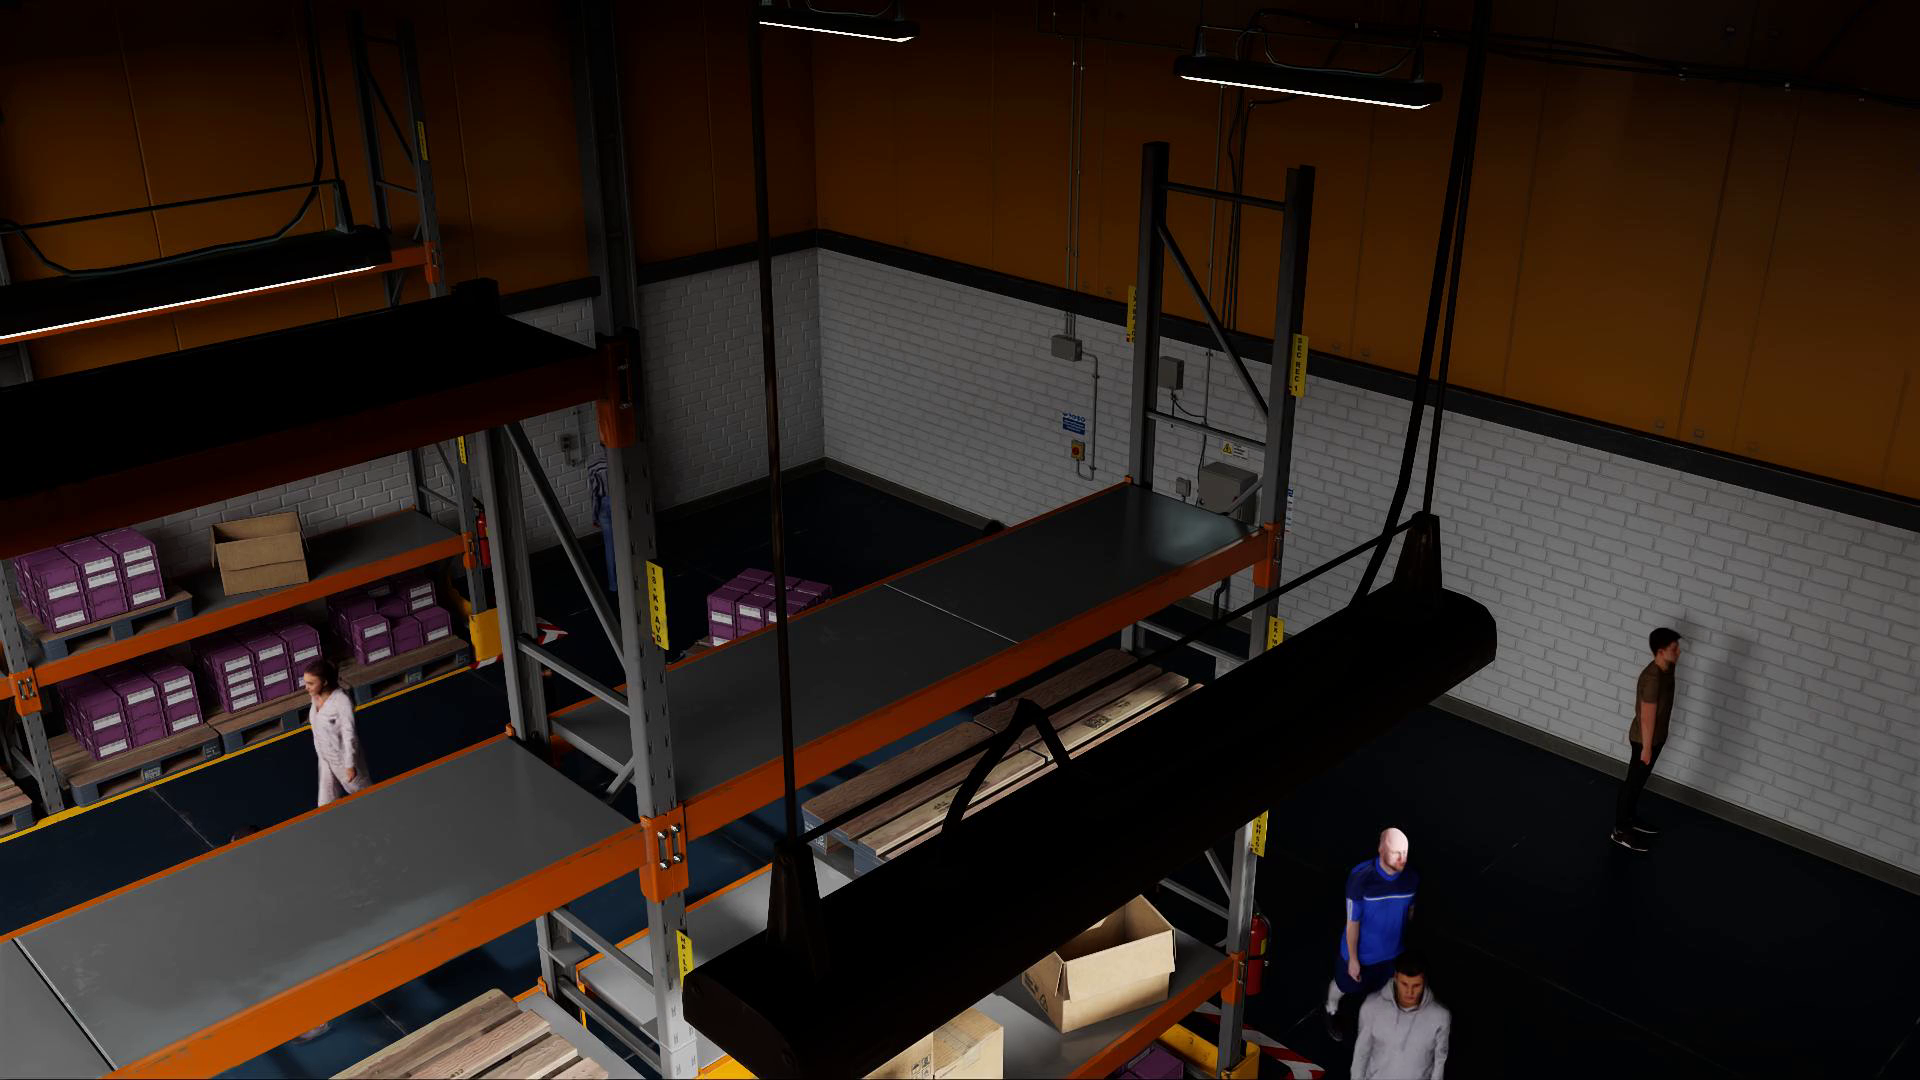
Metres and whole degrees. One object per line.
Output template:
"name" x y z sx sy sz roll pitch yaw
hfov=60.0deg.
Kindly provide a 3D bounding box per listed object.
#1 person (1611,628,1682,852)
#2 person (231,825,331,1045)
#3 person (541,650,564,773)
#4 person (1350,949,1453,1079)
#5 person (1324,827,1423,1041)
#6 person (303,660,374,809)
"person" 5.430 1.537 13.120 0.759 1.851 0.567 16 28 31
"person" -4.424 2.598 10.868 1.083 1.710 0.729 -16 28 -32
"person" -3.442 1.603 13.261 0.856 1.616 0.773 -9 25 -19
"person" 2.476 3.073 9.527 0.872 1.915 0.932 5 24 11
"person" 2.620 2.608 10.737 1.225 1.797 1.183 -4 24 -9
"person" -4.775 1.671 13.043 0.831 1.666 1.103 11 26 24
